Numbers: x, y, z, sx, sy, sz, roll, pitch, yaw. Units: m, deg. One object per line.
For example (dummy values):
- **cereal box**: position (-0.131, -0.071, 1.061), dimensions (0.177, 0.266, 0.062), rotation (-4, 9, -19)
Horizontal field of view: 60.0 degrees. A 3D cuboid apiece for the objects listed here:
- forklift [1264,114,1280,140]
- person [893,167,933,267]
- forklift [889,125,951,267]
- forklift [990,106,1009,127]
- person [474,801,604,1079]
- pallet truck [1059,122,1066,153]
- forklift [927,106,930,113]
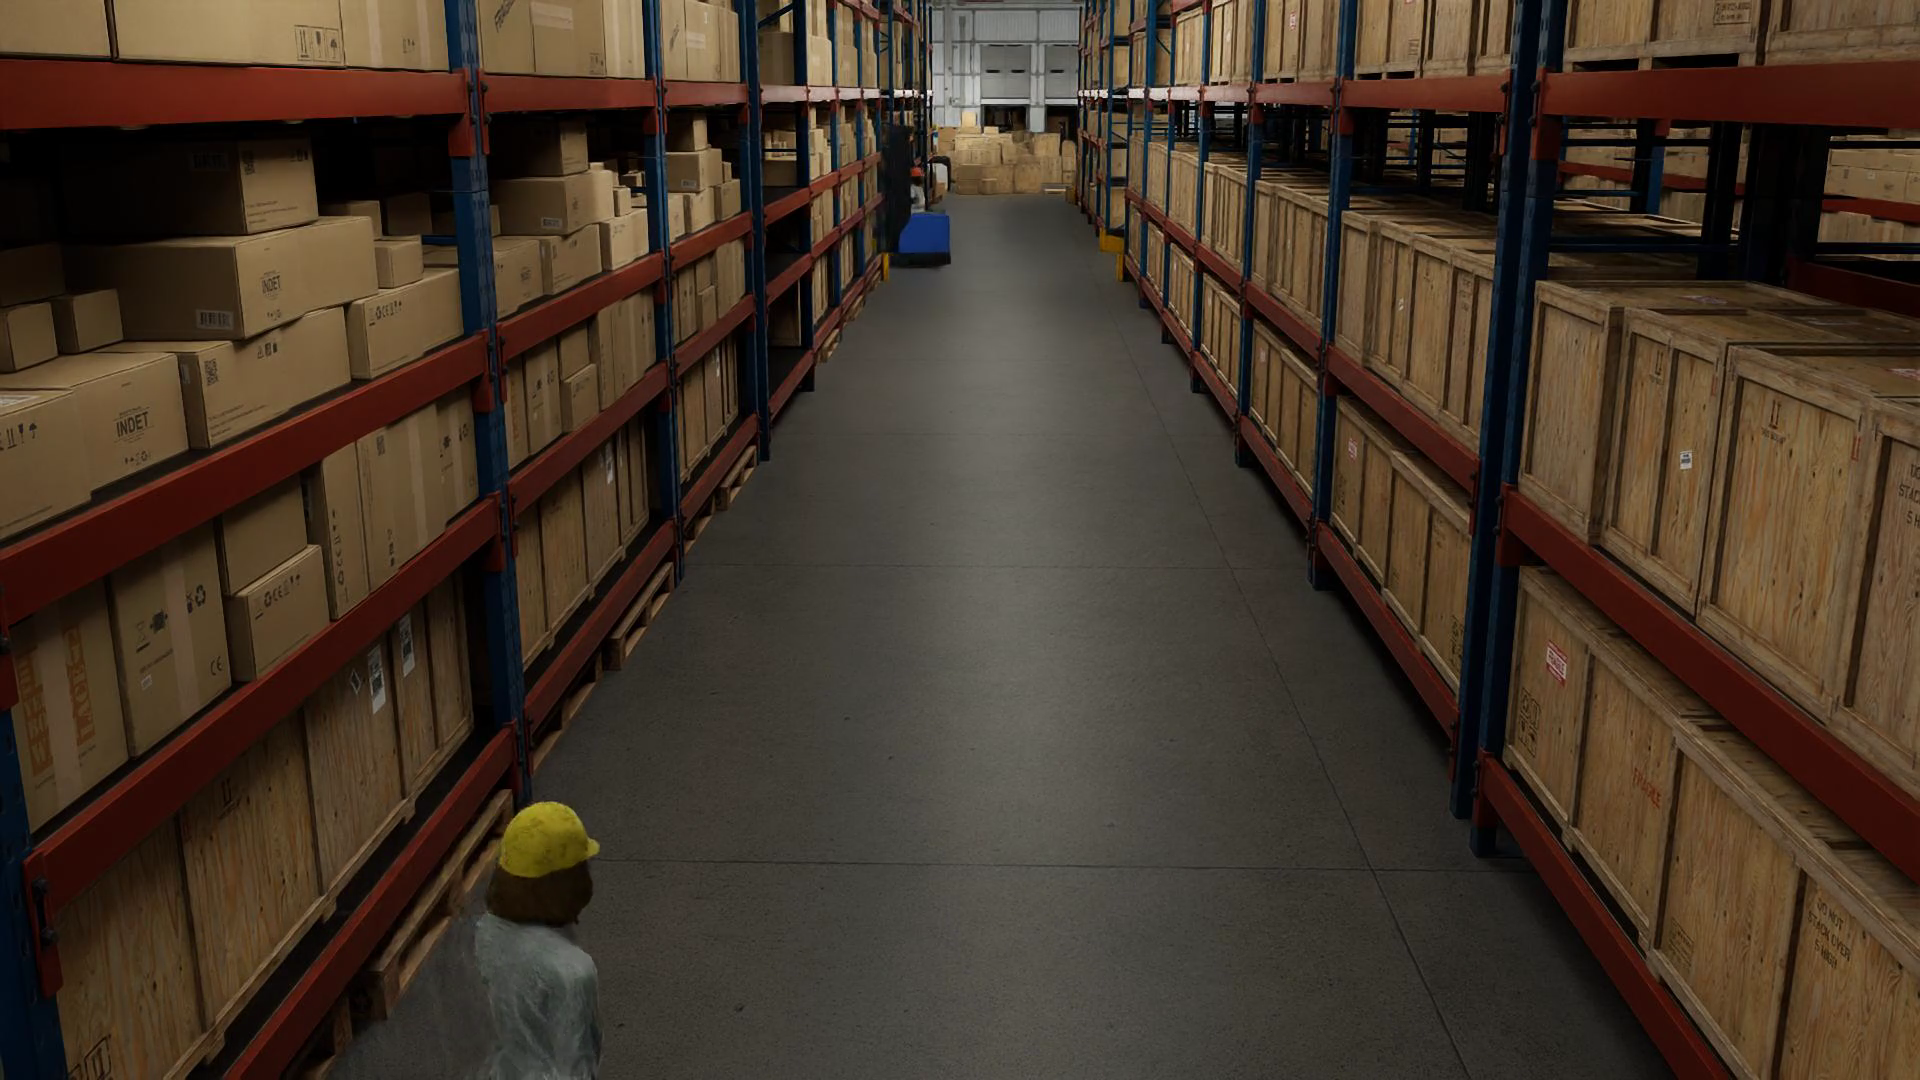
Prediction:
- **forklift**: position (11.025, -13.978, 59.800), dimensions (1.129, 2.768, 1.873), rotation (0, 15, 2)
- **person**: position (-0.950, -6.584, 33.922), dimensions (0.758, 2.024, 0.612), rotation (6, 16, 20)
- **forklift**: position (-1.149, -7.017, 33.900), dimensions (1.873, 2.768, 1.129), rotation (-1, 15, -3)
- **forklift**: position (1.989, -20.454, 83.894), dimensions (1.129, 2.768, 1.873), rotation (-7, 17, -25)
- **person**: position (-1.017, 1.483, 4.481), dimensions (0.508, 1.701, 0.849), rotation (13, 20, 40)
- **pallet truck**: position (5.788, -21.111, 88.014), dimensions (1.885, 1.965, 0.823), rotation (5, 16, 18)
- **forklift**: position (-2.001, -20.667, 84.687), dimensions (1.129, 2.768, 1.873), rotation (0, 15, 2)
